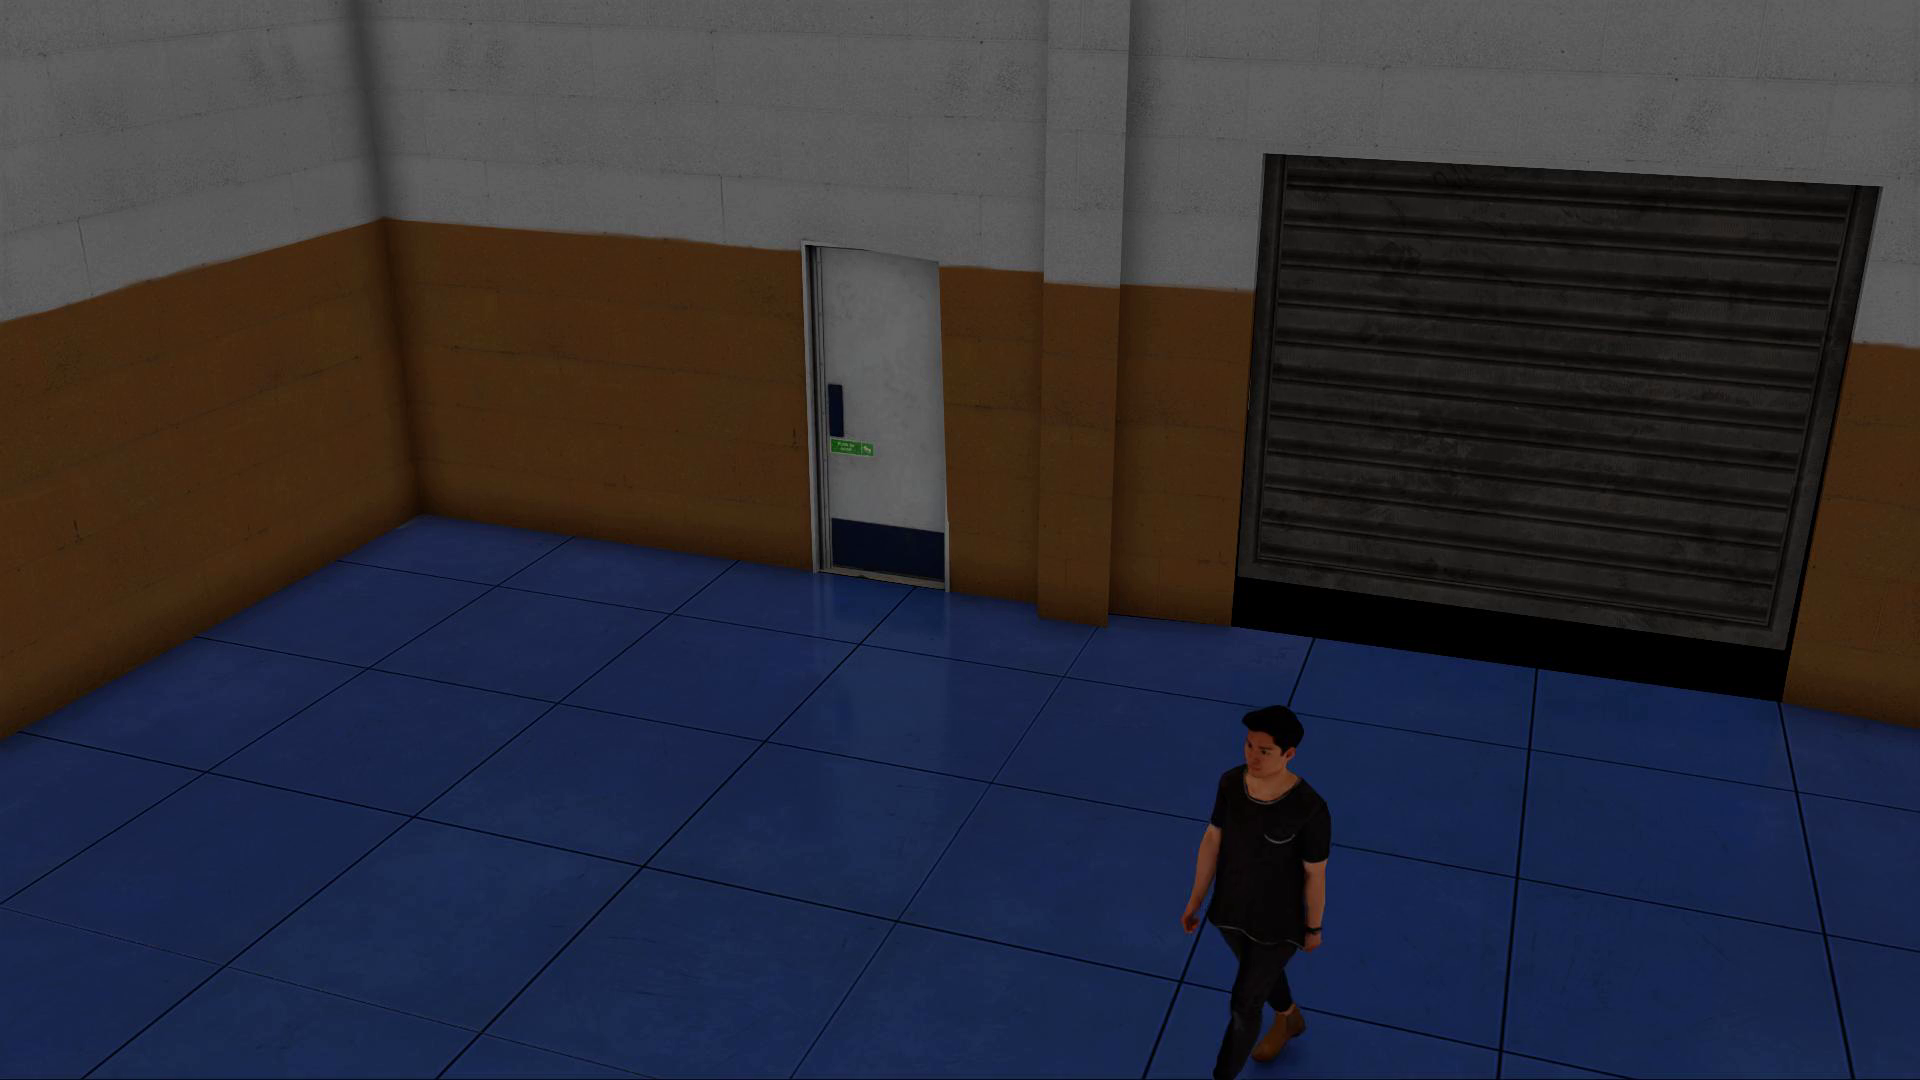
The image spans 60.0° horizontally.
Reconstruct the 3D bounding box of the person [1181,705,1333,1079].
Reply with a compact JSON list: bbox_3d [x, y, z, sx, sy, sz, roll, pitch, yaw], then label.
[{"bbox_3d":[1.187,1.369,6.366,1.022,1.676,1.101,-18,28,-37],"label":"person"}]
